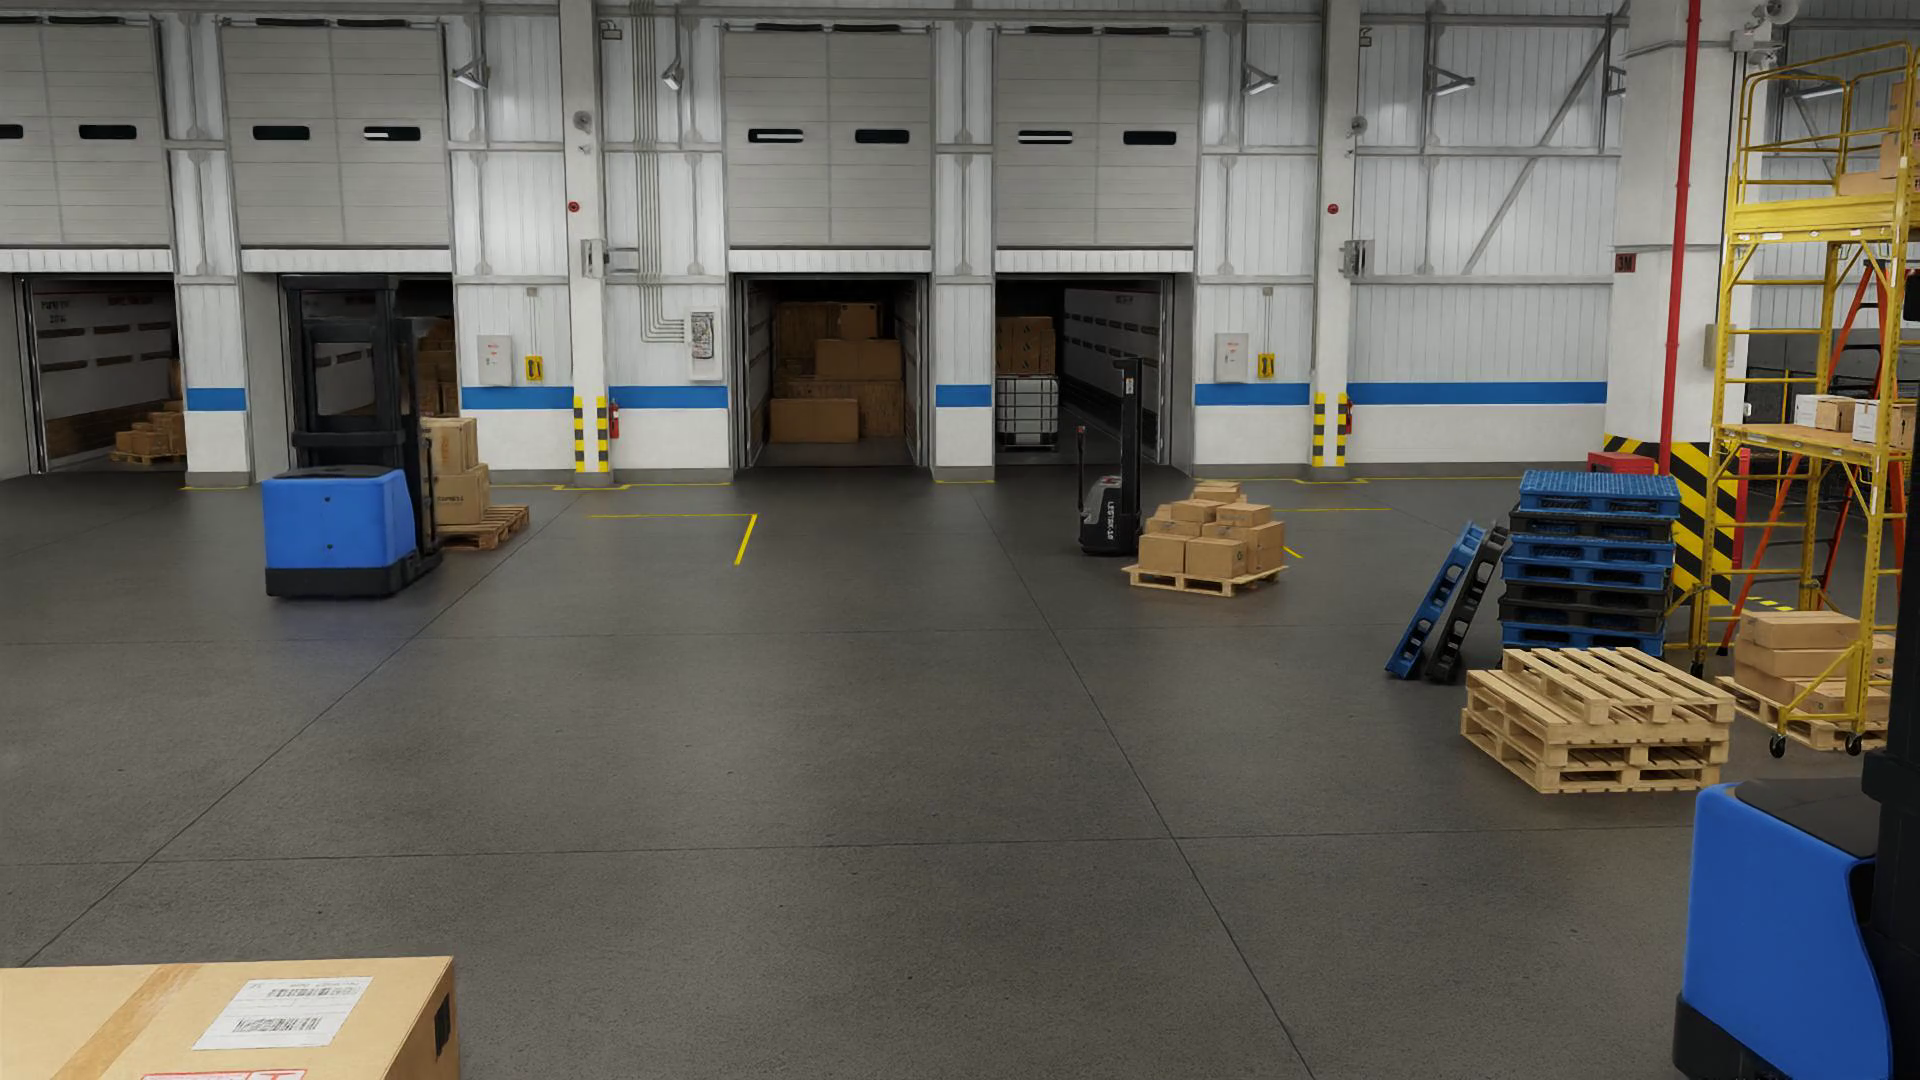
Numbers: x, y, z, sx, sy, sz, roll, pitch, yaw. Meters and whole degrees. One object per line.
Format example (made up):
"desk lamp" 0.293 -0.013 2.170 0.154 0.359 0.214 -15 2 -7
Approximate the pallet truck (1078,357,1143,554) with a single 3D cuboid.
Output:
"pallet truck" 2.088 -0.836 16.757 1.885 1.965 0.823 2 9 13

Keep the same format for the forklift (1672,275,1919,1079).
"forklift" 3.148 0.622 4.840 1.129 2.768 1.873 -2 9 -10

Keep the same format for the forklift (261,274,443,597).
"forklift" -5.507 -0.992 14.977 1.129 2.768 1.873 -1 9 -4
